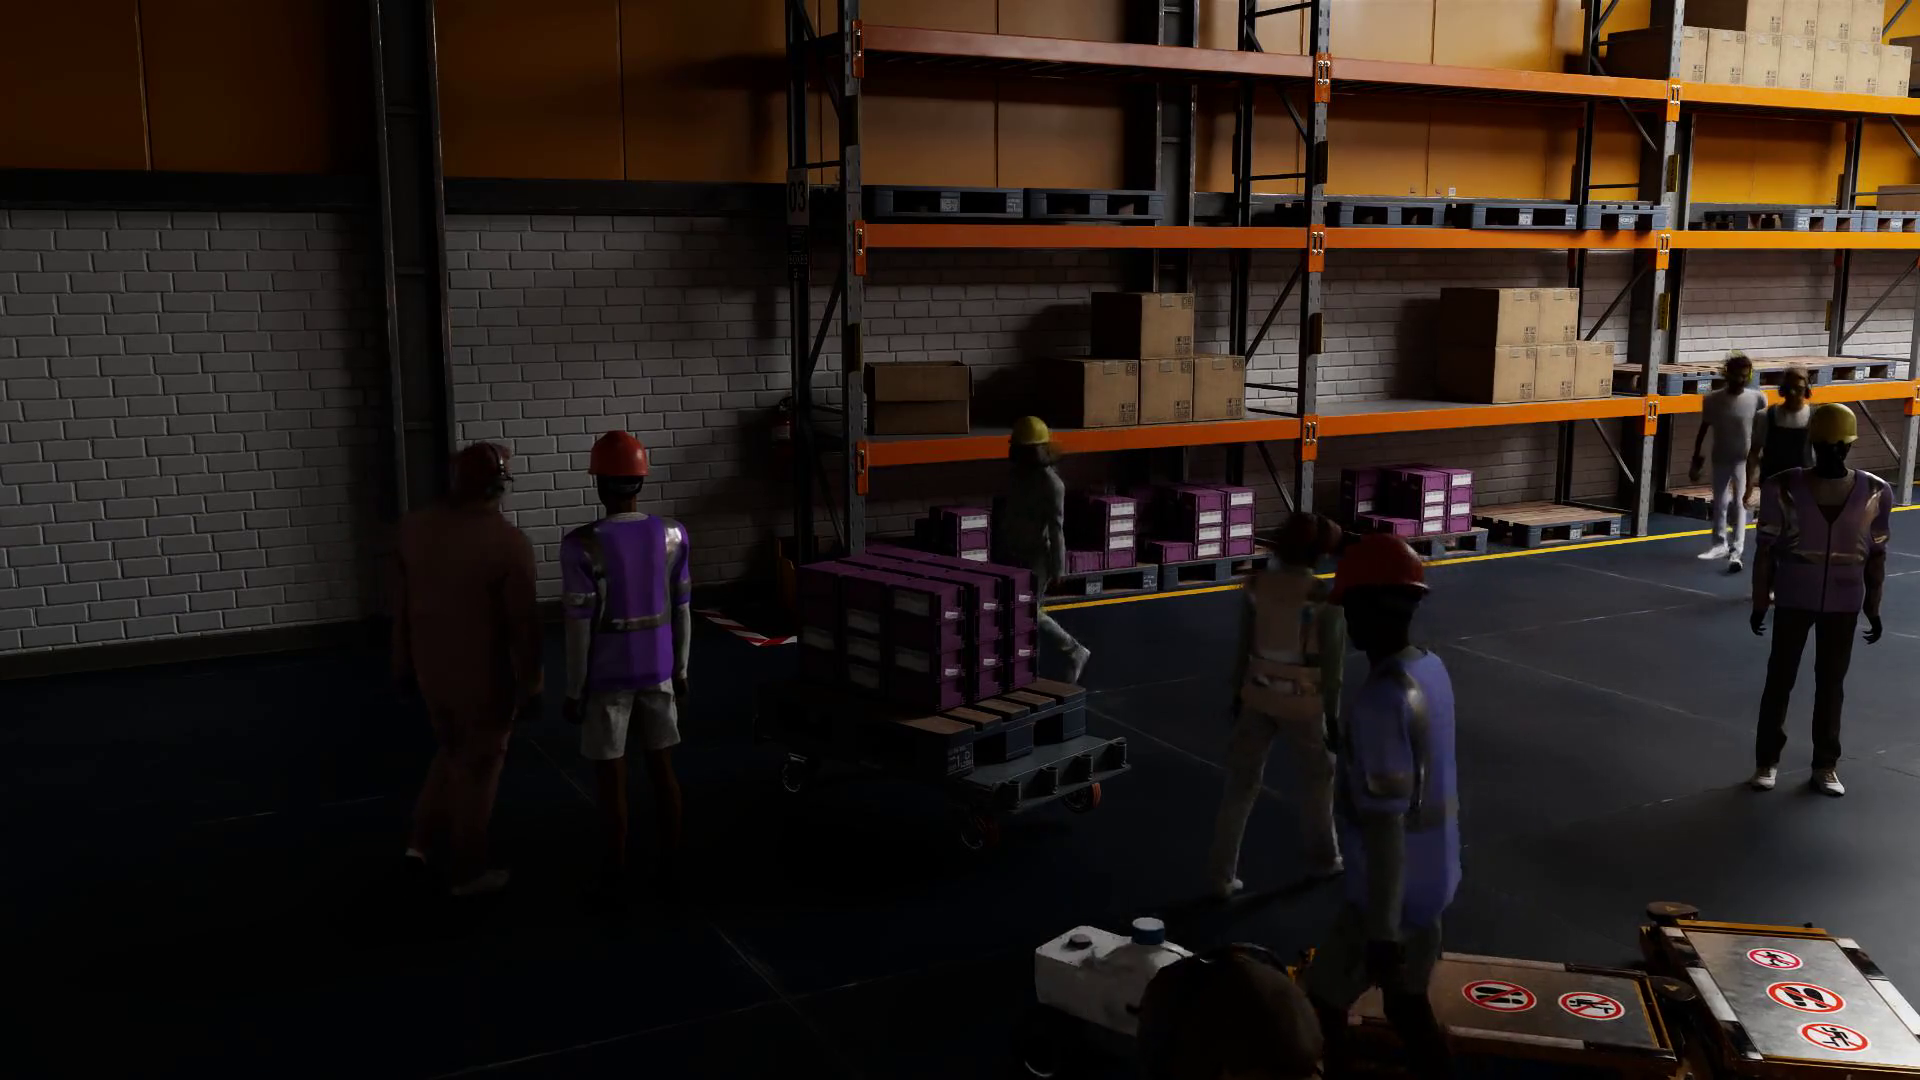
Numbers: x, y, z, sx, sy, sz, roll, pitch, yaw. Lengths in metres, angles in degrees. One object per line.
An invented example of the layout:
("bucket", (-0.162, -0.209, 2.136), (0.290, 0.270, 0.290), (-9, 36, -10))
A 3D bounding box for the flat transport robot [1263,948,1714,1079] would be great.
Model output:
("flat transport robot", (1.676, 1.577, 5.452), (1.431, 0.197, 0.652), (3, 10, 14))

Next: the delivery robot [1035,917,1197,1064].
("delivery robot", (0.588, 1.429, 5.218), (0.707, 0.478, 0.477), (8, 13, 39))

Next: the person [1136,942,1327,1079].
("person", (0.262, 1.369, 2.016), (0.647, 1.893, 1.009), (-5, 11, -26))

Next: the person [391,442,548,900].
("person", (-1.983, 0.539, 6.785), (0.663, 1.883, 0.408), (5, 11, 26))

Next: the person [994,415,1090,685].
("person", (0.473, 0.113, 9.727), (0.764, 1.714, 0.489), (-6, 12, -31))

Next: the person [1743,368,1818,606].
("person", (6.054, -0.362, 12.219), (0.516, 1.796, 0.943), (6, 11, 31))

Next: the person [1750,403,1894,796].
("person", (4.176, 0.292, 8.092), (0.594, 1.924, 0.382), (3, 10, 17))

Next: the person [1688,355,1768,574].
("person", (6.411, -0.643, 13.863), (0.622, 1.790, 1.037), (6, 12, 32))

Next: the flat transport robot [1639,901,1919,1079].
("flat transport robot", (2.759, 1.567, 5.512), (0.652, 0.197, 1.431), (2, 10, 10))

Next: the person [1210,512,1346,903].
("person", (1.369, 0.675, 6.813), (0.790, 1.591, 0.585), (-9, 13, -41))

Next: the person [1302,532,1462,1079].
("person", (1.094, 0.927, 4.570), (0.781, 1.881, 0.604), (6, 11, 30))

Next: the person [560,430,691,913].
("person", (-1.351, 0.526, 6.709), (0.551, 1.936, 0.357), (-7, 12, -36))
